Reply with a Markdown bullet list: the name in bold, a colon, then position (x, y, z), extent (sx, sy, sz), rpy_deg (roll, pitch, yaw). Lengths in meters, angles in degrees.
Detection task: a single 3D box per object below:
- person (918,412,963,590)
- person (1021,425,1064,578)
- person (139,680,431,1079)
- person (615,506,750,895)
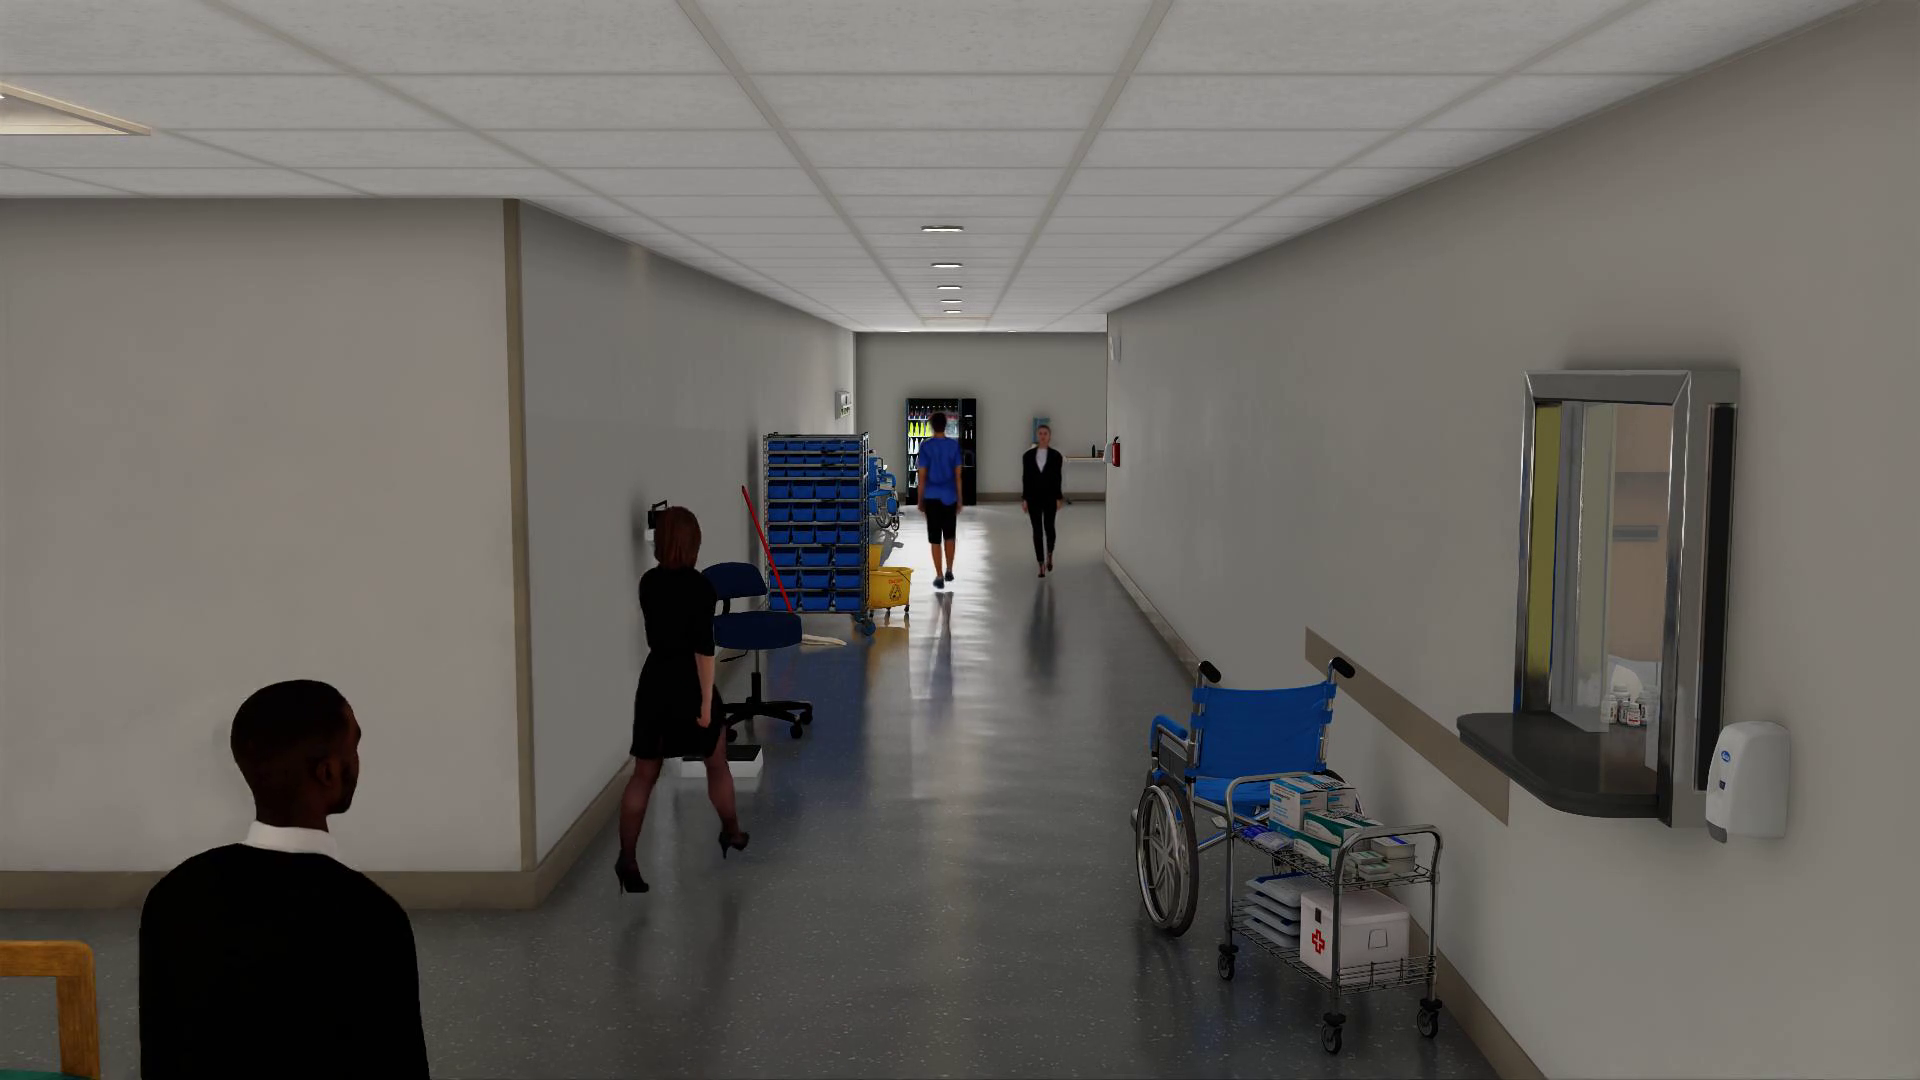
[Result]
- **person**: position (-0.197, -0.398, 17.485), extent (0.895, 1.841, 0.765), rpy_deg (-1, 6, -10)
- **person**: position (0.917, -0.427, 18.510), extent (0.609, 1.694, 0.714), rpy_deg (1, 6, 8)
- **person**: position (-1.100, 1.128, 2.543), extent (0.674, 1.796, 0.814), rpy_deg (2, 6, 15)
- **person**: position (-1.296, 0.737, 7.216), extent (1.147, 1.638, 1.008), rpy_deg (3, 7, 29)
